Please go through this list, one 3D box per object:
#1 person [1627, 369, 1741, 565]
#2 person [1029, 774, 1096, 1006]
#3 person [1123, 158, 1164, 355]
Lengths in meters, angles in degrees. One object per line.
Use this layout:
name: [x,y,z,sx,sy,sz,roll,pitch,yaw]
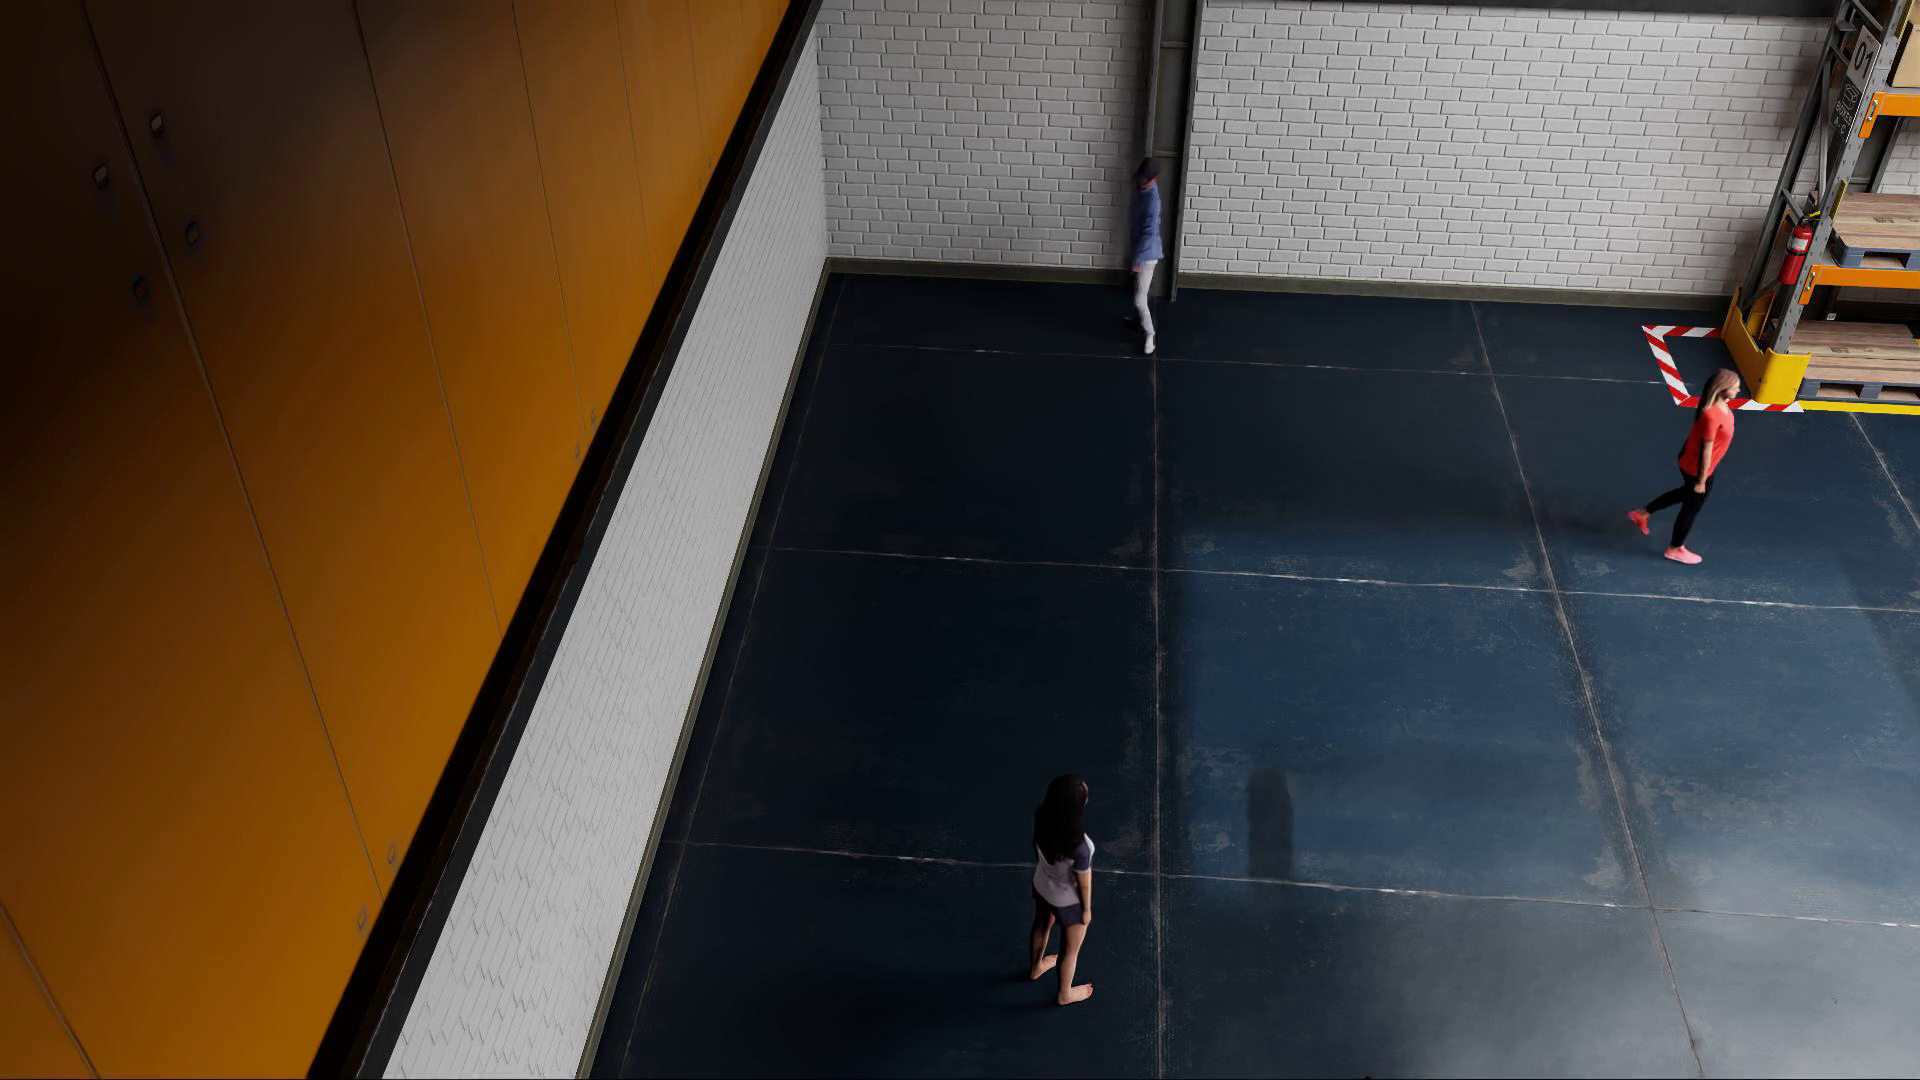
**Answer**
person: [5.394,-0.567,12.353,0.895,1.683,0.732,13,40,16]
person: [0.560,1.918,9.223,0.716,1.706,0.669,-25,45,-28]
person: [1.634,-2.595,14.754,0.582,1.856,0.819,9,40,11]
